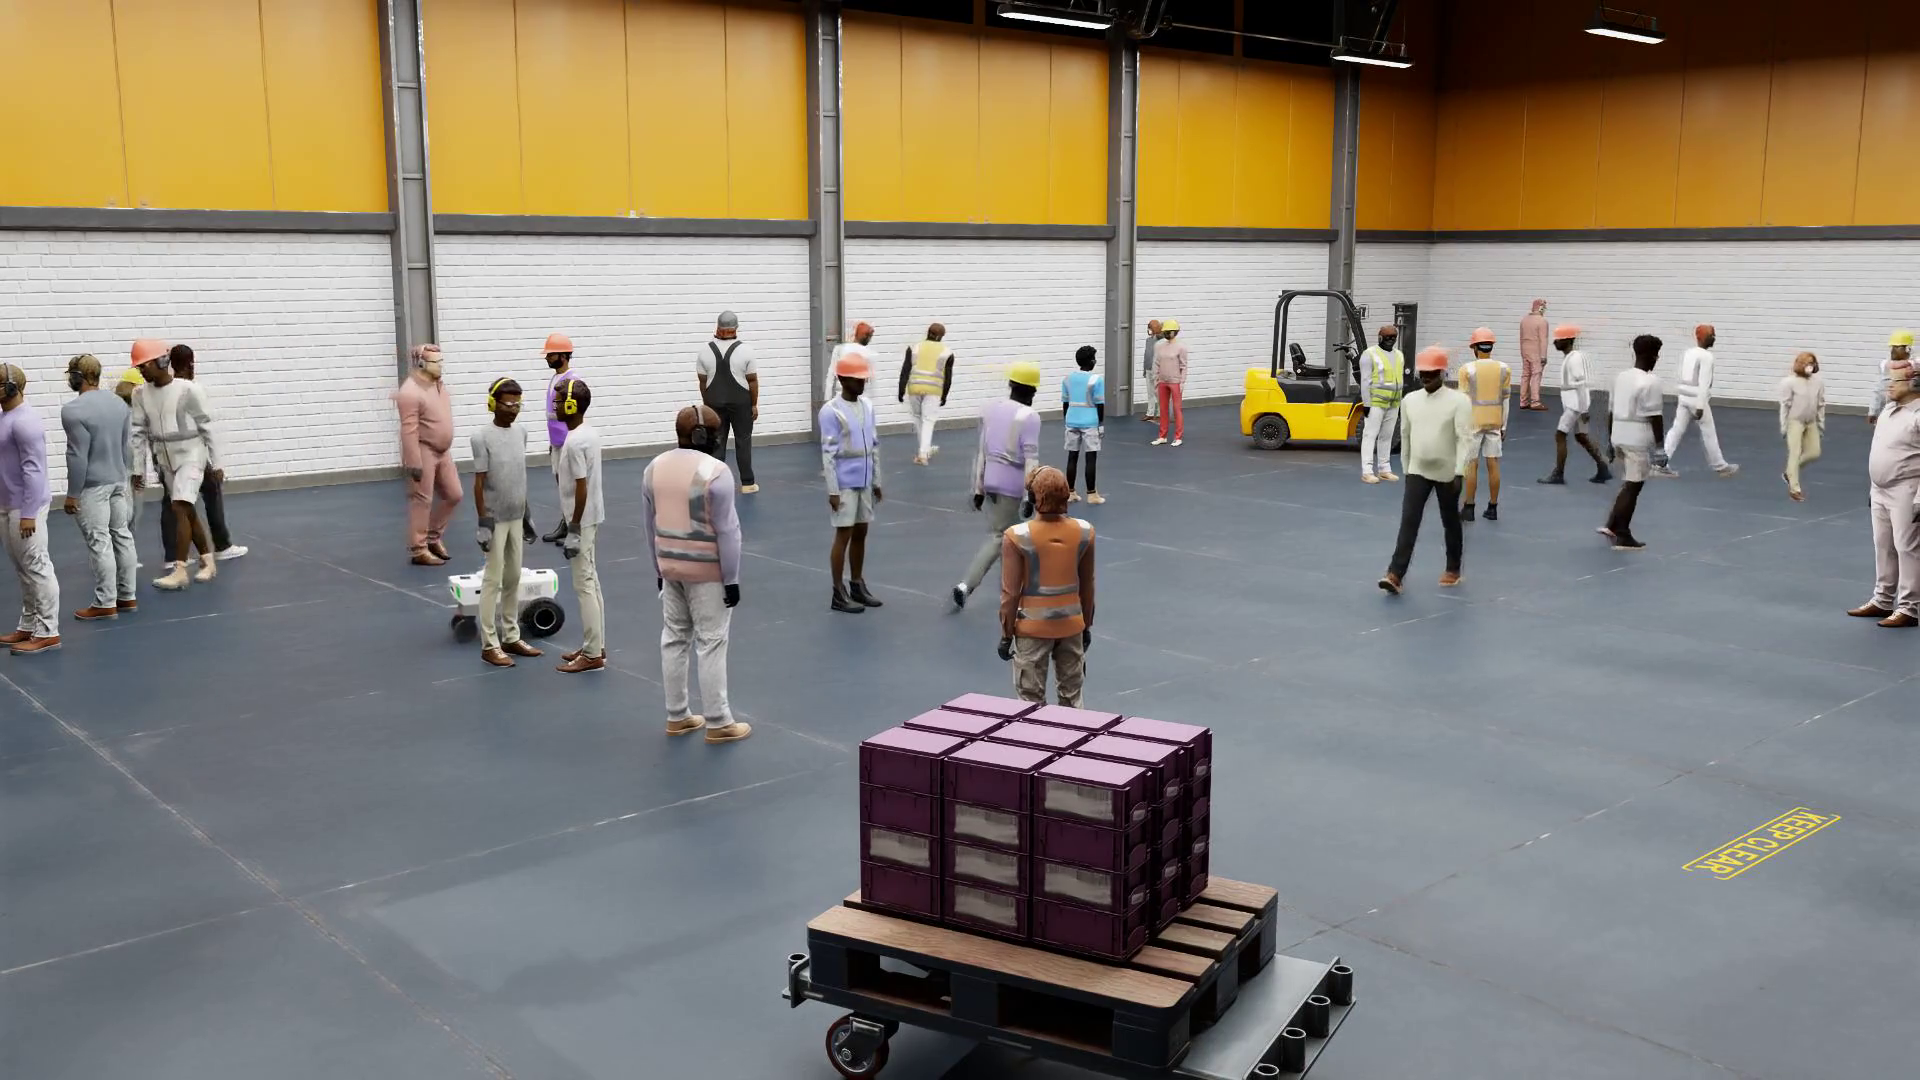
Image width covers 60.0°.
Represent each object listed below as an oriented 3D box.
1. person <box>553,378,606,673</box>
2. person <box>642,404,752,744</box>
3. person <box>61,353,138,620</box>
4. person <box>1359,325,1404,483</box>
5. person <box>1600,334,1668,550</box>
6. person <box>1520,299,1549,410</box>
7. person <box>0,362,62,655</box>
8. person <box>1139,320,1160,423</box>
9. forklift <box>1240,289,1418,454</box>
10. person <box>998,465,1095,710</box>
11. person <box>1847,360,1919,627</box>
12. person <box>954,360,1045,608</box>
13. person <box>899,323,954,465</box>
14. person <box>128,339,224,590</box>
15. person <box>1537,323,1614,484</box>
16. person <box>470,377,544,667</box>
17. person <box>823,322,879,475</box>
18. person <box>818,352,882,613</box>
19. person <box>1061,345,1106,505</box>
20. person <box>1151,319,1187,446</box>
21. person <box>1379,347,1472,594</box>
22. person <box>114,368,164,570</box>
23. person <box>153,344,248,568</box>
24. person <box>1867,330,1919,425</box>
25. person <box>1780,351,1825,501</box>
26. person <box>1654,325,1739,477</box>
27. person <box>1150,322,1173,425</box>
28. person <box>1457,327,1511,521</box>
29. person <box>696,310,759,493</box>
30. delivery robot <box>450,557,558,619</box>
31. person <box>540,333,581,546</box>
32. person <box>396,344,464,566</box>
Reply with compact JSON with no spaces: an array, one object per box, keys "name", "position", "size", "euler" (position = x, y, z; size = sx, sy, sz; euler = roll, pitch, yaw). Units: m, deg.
[{"name":"person","position":[-2.432,-0.091,10.576],"size":[0.324,1.871,0.526],"euler":[-1,10,-4]},{"name":"person","position":[-1.424,0.185,9.053],"size":[0.624,1.840,0.430],"euler":[7,12,35]},{"name":"person","position":[-6.272,-0.384,12.087],"size":[0.371,1.941,0.627],"euler":[1,10,8]},{"name":"person","position":[4.945,-1.586,19.427],"size":[0.619,1.838,0.430],"euler":[-6,11,-30]},{"name":"person","position":[6.067,-0.869,14.912],"size":[0.426,1.949,0.629],"euler":[-2,10,-9]},{"name":"person","position":[9.884,-3.178,28.559],"size":[0.400,1.902,0.643],"euler":[-3,10,-17]},{"name":"person","position":[-6.259,-0.211,11.077],"size":[0.372,1.940,0.631],"euler":[-9,13,-43]},{"name":"person","position":[3.086,-2.686,26.460],"size":[0.289,1.633,0.499],"euler":[-6,11,-31]},{"name":"forklift","position":[5.034,-2.339,22.783],"size":[2.313,2.155,1.214],"euler":[3,10,16]},{"name":"person","position":[0.424,0.455,8.050],"size":[0.522,1.640,0.306],"euler":[-5,11,-26]},{"name":"person","position":[6.694,-0.332,11.884],"size":[0.404,1.904,0.651],"euler":[0,10,-2]},{"name":"person","position":[0.290,-0.401,12.425],"size":[0.878,1.884,0.617],"euler":[-6,12,-33]},{"name":"person","position":[-0.405,-1.872,21.289],"size":[0.673,1.782,0.817],"euler":[2,10,12]},{"name":"person","position":[-6.247,-0.597,13.188],"size":[0.645,1.982,0.874],"euler":[3,10,14]},{"name":"person","position":[7.181,-1.561,19.188],"size":[0.839,1.890,0.564],"euler":[3,10,16]},{"name":"person","position":[-2.940,-0.125,10.795],"size":[0.335,1.864,0.514],"euler":[4,11,24]},{"name":"person","position":[-1.328,-1.672,19.905],"size":[0.717,1.856,0.348],"euler":[1,10,6]},{"name":"person","position":[-0.794,-0.431,12.380],"size":[0.379,1.936,0.542],"euler":[7,12,36]},{"name":"person","position":[1.312,-1.217,17.670],"size":[0.536,1.695,0.322],"euler":[8,12,38]},{"name":"person","position":[2.920,-2.188,23.155],"size":[0.525,1.769,0.313],"euler":[9,13,42]},{"name":"person","position":[3.692,-0.539,13.024],"size":[0.629,1.929,1.062],"euler":[8,12,38]},{"name":"person","position":[-6.971,-0.590,13.963],"size":[0.517,1.701,0.501],"euler":[5,11,26]},{"name":"person","position":[-6.570,-0.732,14.284],"size":[0.595,1.882,0.832],"euler":[3,10,18]},{"name":"person","position":[10.431,-1.435,18.591],"size":[0.527,1.816,0.630],"euler":[-4,11,-24]},{"name":"person","position":[9.108,-1.245,18.035],"size":[0.525,1.620,0.456],"euler":[-2,10,-10]},{"name":"person","position":[8.781,-1.641,19.785],"size":[1.030,1.823,0.599],"euler":[-2,10,-9]},{"name":"person","position":[3.193,-2.618,26.143],"size":[0.309,1.611,0.609],"euler":[7,12,36]},{"name":"person","position":[5.196,-1.151,16.609],"size":[0.543,1.928,0.374],"euler":[-1,10,-6]},{"name":"person","position":[-2.551,-1.537,18.536],"size":[0.682,2.000,0.537],"euler":[2,10,9]},{"name":"delivery robot","position":[-3.177,0.346,11.586],"size":[0.707,0.478,0.477],"euler":[-4,11,-22]},{"name":"person","position":[-3.626,-0.913,15.186],"size":[0.354,1.939,0.544],"euler":[-7,12,-35]},{"name":"person","position":[-4.517,-0.717,14.151],"size":[0.439,1.898,0.697],"euler":[2,10,13]}]
